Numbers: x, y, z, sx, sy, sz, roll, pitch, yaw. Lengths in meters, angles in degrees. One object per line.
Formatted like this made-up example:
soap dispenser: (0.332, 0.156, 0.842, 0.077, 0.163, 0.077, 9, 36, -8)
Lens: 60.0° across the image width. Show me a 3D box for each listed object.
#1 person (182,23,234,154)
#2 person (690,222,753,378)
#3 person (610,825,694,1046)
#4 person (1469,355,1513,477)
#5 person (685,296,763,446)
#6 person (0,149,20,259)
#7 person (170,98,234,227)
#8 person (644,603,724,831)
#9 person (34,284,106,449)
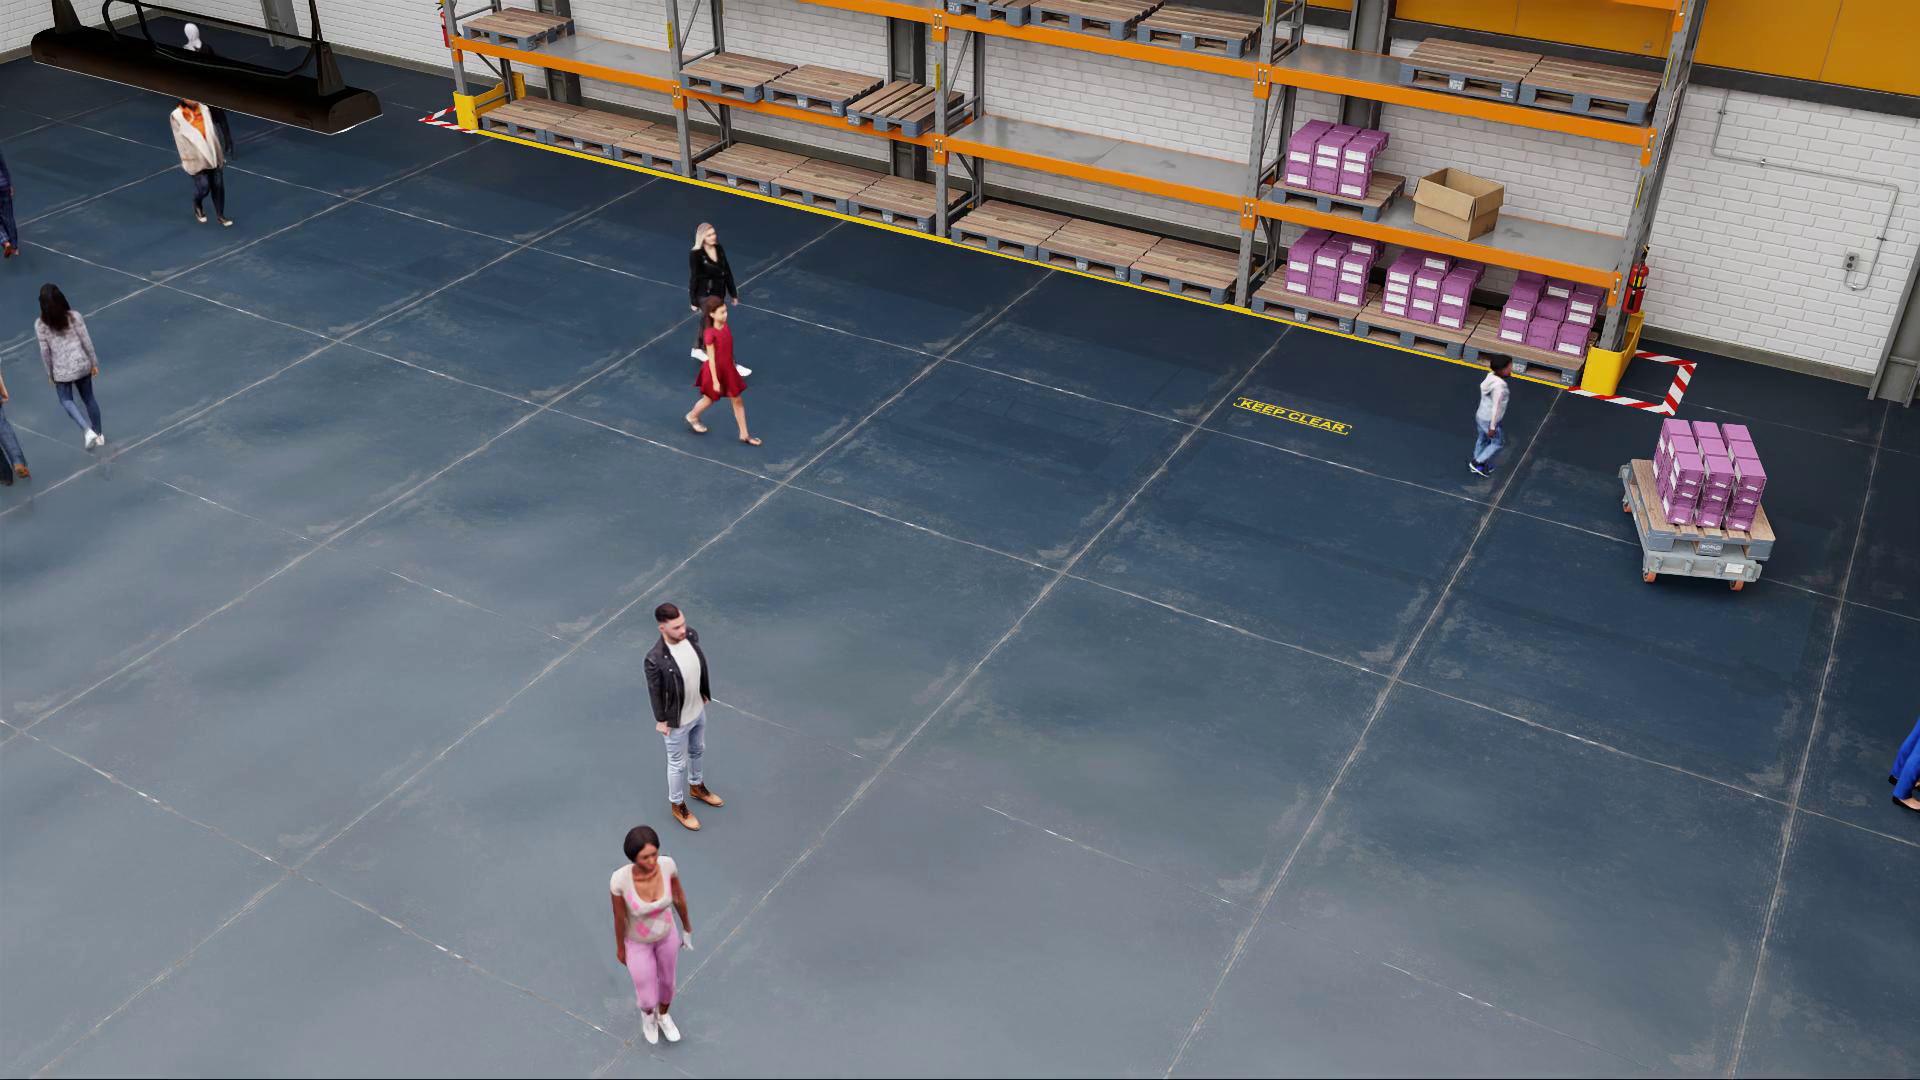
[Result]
person: (-10.256, -6.125, 22.749, 0.919, 1.730, 1.234, -24, 40, -31)
person: (-2.663, -2.538, 17.437, 1.164, 1.636, 0.742, 24, 40, 31)
person: (-1.889, 2.347, 10.003, 0.716, 1.729, 0.752, -18, 38, -25)
person: (4.970, -1.178, 15.734, 0.622, 1.255, 0.584, 1, 34, 1)
person: (-2.410, -1.647, 16.203, 1.062, 1.518, 0.539, 17, 37, 24)
person: (-11.508, -4.198, 19.781, 0.823, 1.805, 0.958, -25, 41, -32)
person: (-9.455, -4.814, 20.643, 0.826, 1.878, 0.727, 23, 40, 31)
person: (-1.949, 1.191, 11.645, 0.521, 1.837, 0.650, 18, 38, 25)
person: (-8.516, -1.616, 15.980, 0.761, 1.714, 0.869, -25, 41, -32)
